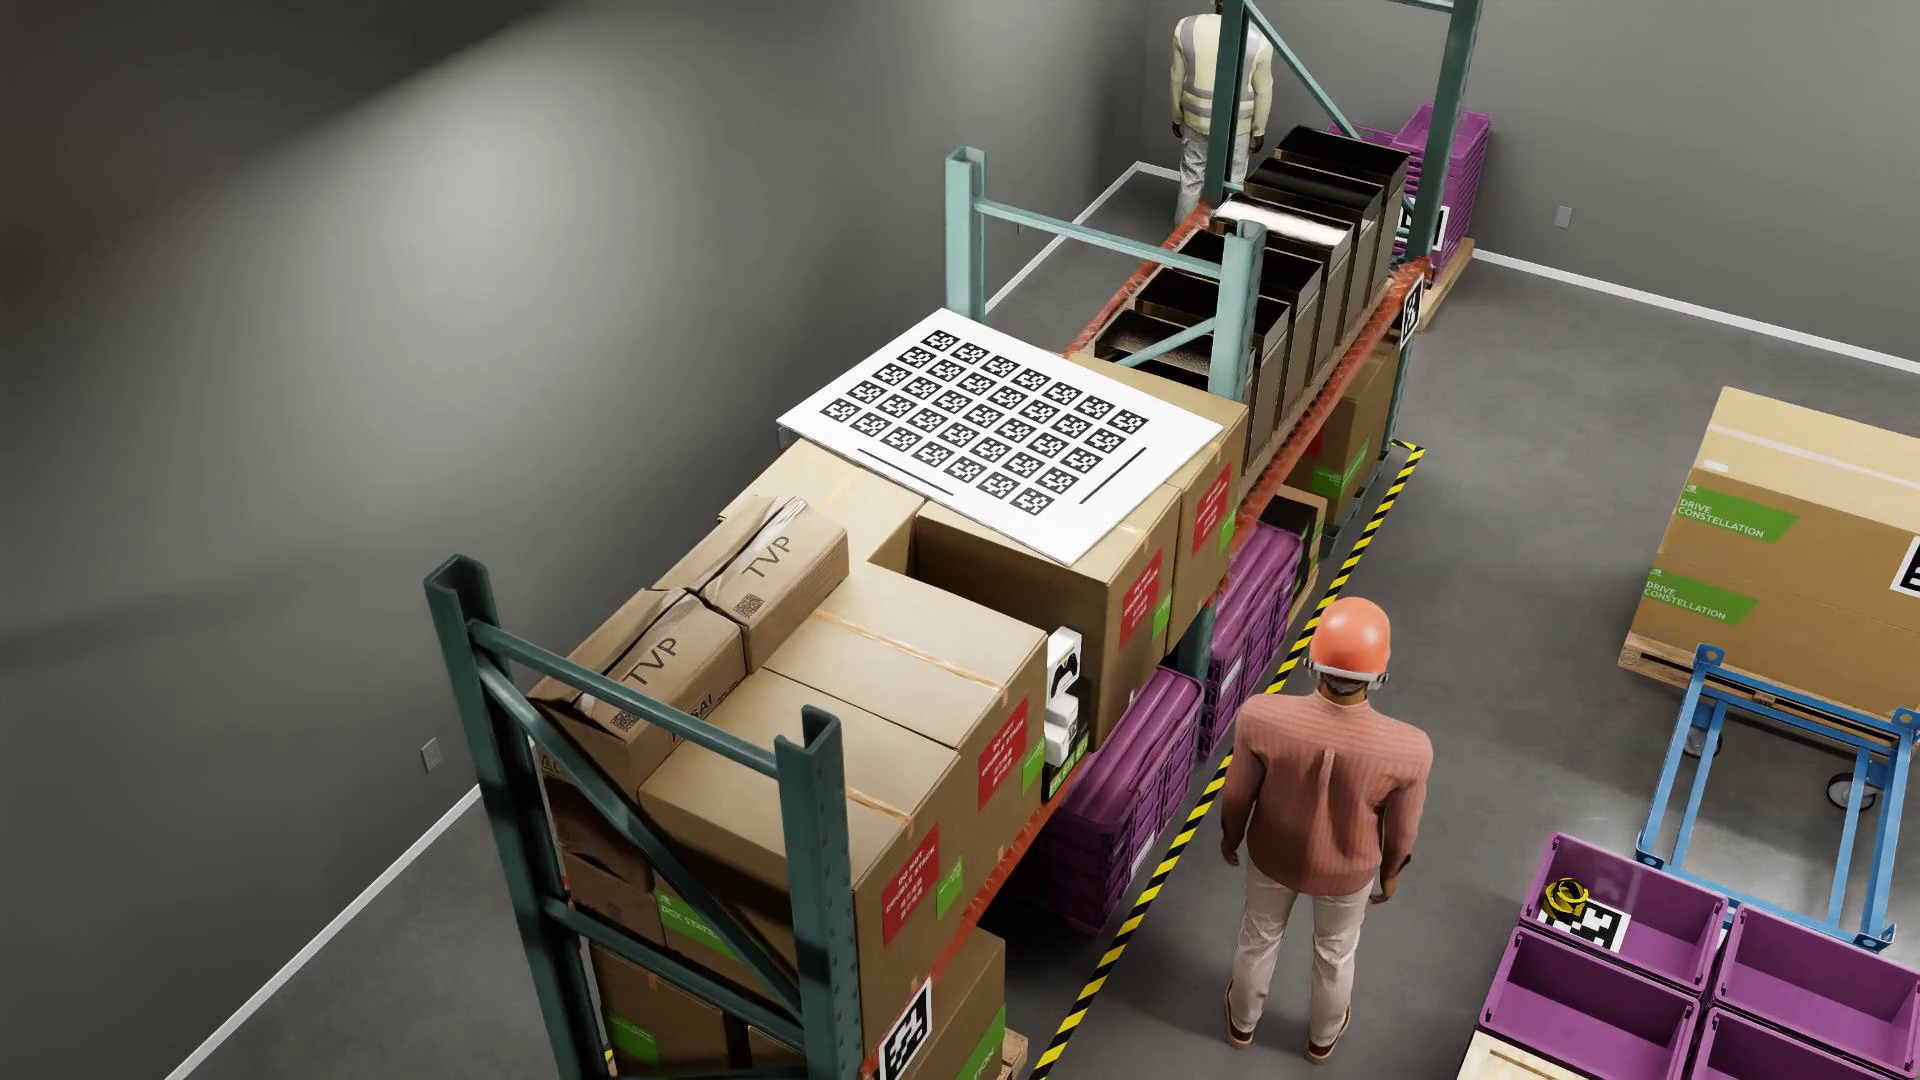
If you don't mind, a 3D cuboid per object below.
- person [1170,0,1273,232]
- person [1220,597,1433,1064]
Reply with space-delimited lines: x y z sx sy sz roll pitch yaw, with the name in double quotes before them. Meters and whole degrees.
"person" 1.495 -2.440 9.587 0.590 1.831 0.404 15 42 17
"person" 1.142 0.981 5.386 0.612 1.992 0.401 11 41 13
